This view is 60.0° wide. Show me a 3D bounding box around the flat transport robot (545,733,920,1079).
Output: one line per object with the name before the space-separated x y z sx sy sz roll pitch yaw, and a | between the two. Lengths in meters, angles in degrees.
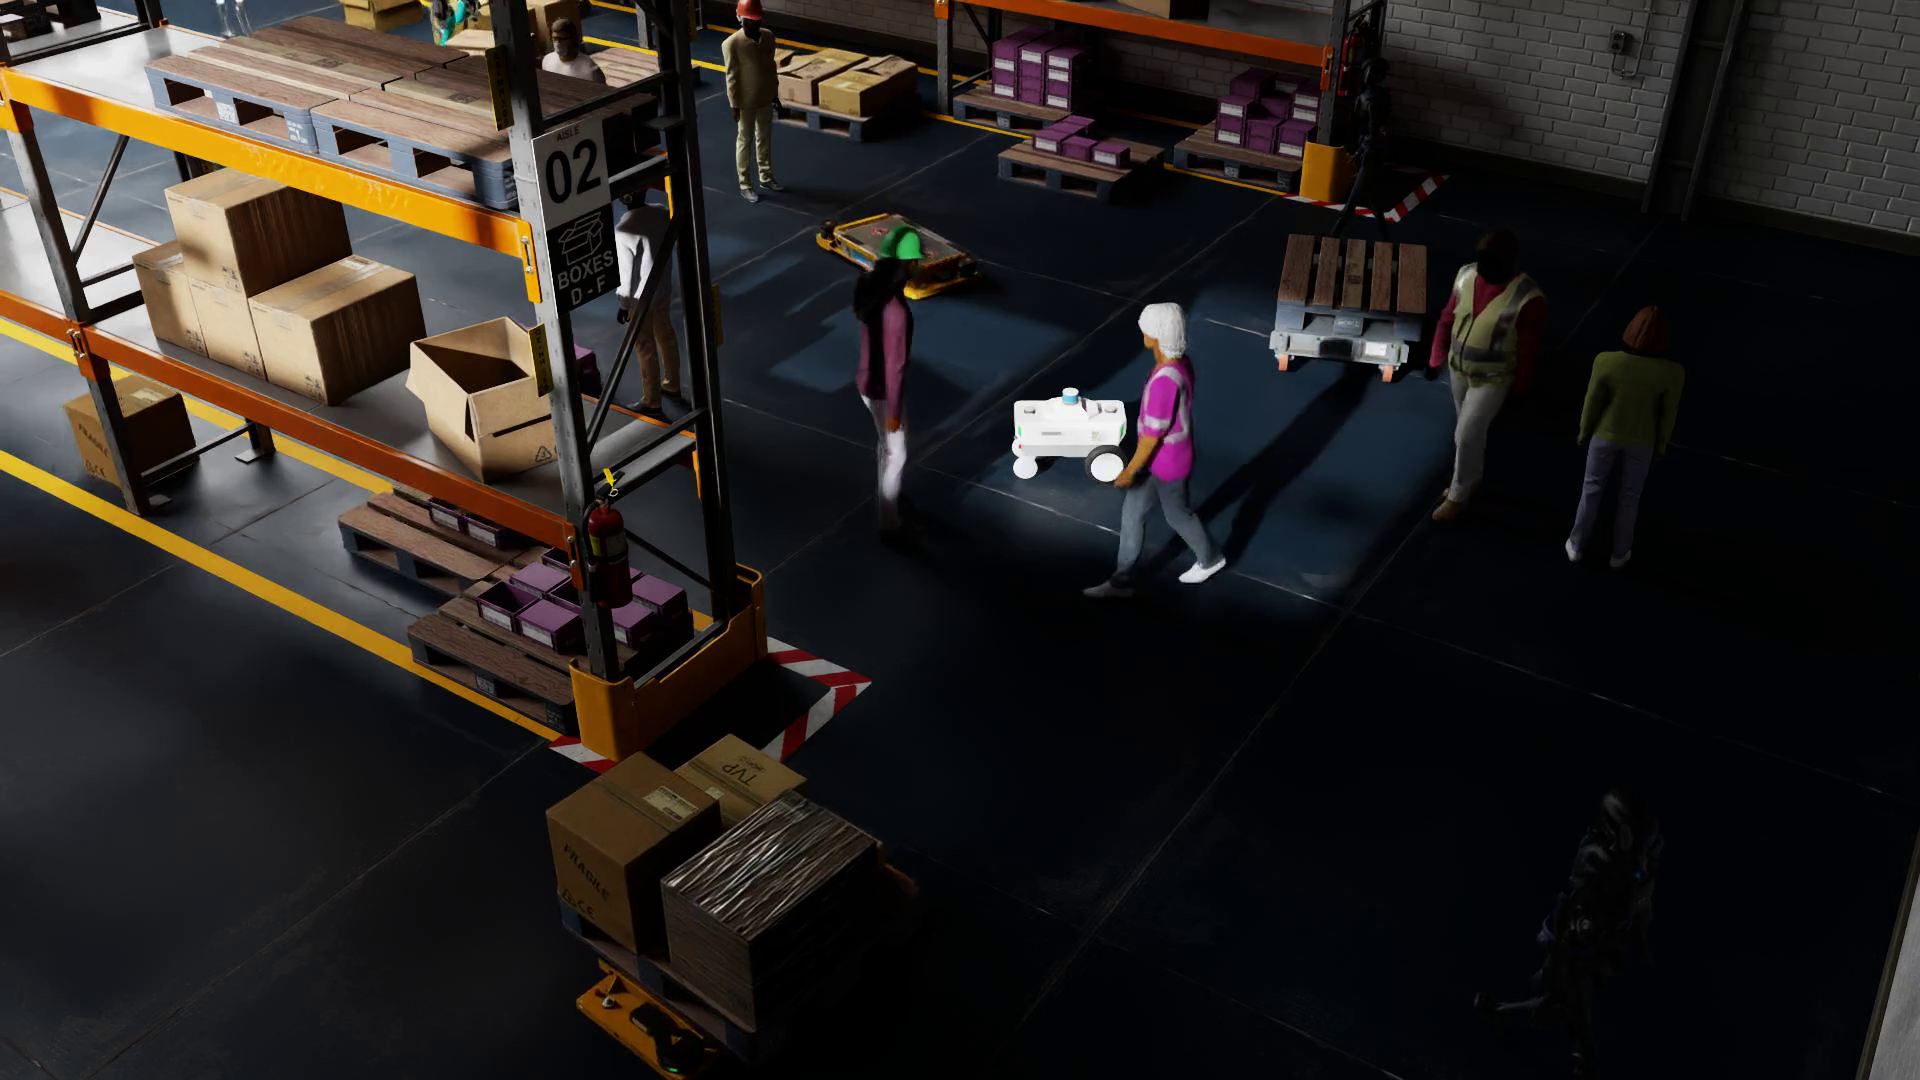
flat transport robot | -0.899 1.725 7.222 0.659 0.231 1.431 25 40 33

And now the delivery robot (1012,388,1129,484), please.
delivery robot | 0.712 -0.689 10.673 0.802 0.598 0.499 0 33 0

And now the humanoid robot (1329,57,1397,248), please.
humanoid robot | 3.232 -3.055 13.307 0.760 1.622 0.602 6 34 9

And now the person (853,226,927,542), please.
person | -0.385 -0.910 9.764 0.456 1.922 0.539 -8 34 -12

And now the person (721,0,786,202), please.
person | -1.769 -3.828 14.394 0.324 1.751 0.558 27 42 35

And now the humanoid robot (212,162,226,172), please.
humanoid robot | -5.275 -2.295 12.050 1.006 1.738 0.550 7 34 11

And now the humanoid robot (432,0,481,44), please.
humanoid robot | -5.299 -5.497 17.006 0.965 1.774 0.530 28 42 36

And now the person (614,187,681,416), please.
person | -2.109 -1.670 11.078 0.328 1.751 0.563 15 36 22

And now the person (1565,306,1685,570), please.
person | 3.786 -0.574 9.502 0.497 1.633 0.284 13 35 19

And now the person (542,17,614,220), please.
person | -3.042 -3.176 13.224 0.634 1.939 0.363 20 38 28

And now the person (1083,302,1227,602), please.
person | 1.150 -0.467 9.190 0.843 1.796 0.499 -3 33 -4

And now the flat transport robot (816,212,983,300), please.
flat transport robot | -0.506 -2.326 13.448 0.659 0.231 1.431 -22 39 -30

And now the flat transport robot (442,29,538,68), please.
flat transport robot | -4.544 -3.868 15.818 1.431 0.231 0.659 6 34 9

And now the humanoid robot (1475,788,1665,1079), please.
humanoid robot | 2.326 1.538 6.278 0.608 1.646 0.779 -20 38 -28

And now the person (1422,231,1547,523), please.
person | 3.054 -0.982 9.962 0.704 1.815 0.651 -18 37 -25

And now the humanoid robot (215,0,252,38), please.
humanoid robot | -8.170 -6.323 18.352 0.551 1.904 0.736 -27 41 -34
